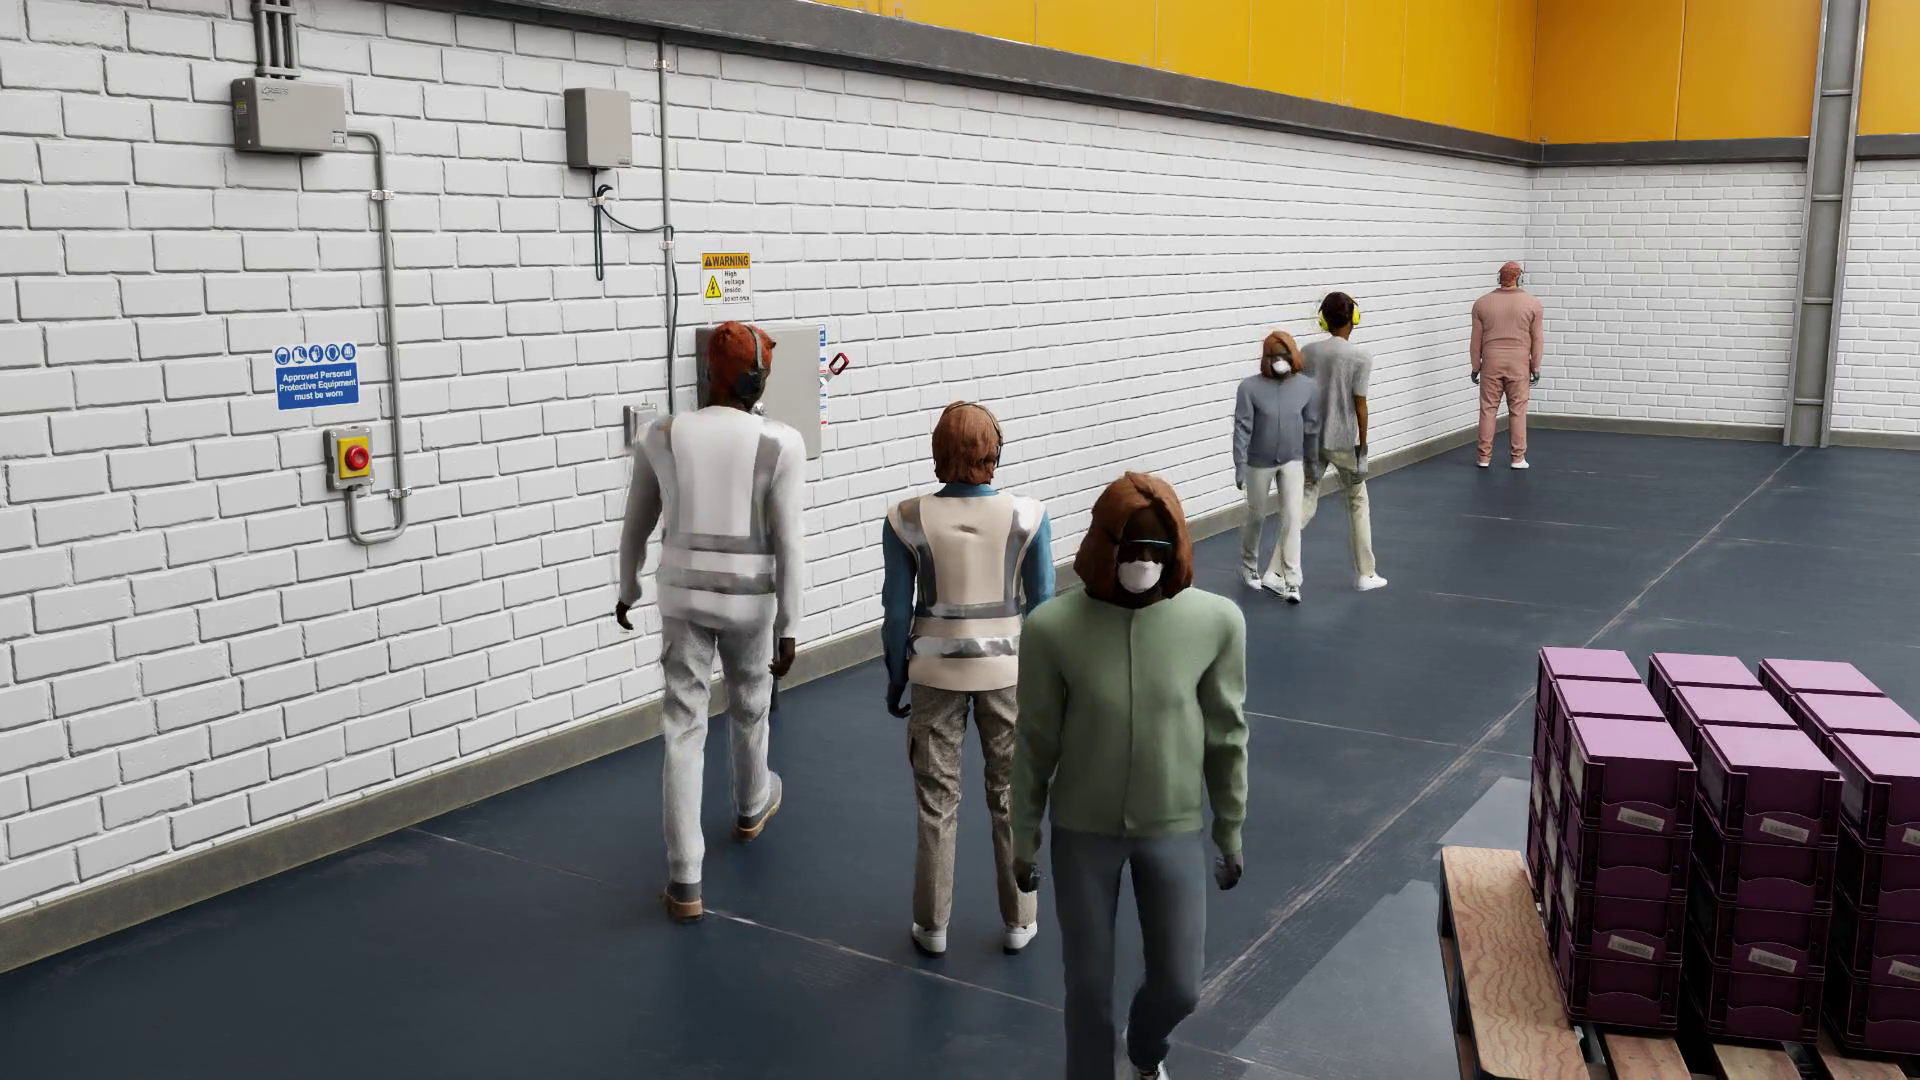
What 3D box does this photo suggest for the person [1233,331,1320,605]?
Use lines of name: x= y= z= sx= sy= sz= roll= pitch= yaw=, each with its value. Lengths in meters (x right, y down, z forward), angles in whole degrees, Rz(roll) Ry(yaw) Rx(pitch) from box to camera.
person: x=1.849 y=-0.432 z=9.741 sx=0.540 sy=1.583 sz=0.879 roll=0 pitch=10 yaw=-1

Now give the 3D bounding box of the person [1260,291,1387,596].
person: x=2.176 y=-0.559 z=9.846 sx=0.539 sy=1.813 sz=0.922 roll=10 pitch=14 yaw=44

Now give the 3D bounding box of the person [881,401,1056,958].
person: x=0.027 y=0.417 z=4.863 sx=0.514 sy=1.642 sz=0.311 roll=0 pitch=10 yaw=-2

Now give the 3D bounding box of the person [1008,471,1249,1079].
person: x=0.364 y=0.644 z=3.642 sx=0.526 sy=1.617 sz=0.390 roll=0 pitch=10 yaw=2

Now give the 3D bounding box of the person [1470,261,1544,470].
person: x=5.020 y=-1.597 z=15.291 sx=0.645 sy=1.908 sz=0.408 roll=4 pitch=11 yaw=23

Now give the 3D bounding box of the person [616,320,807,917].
person: x=-0.817 y=0.208 z=5.446 sx=0.688 sy=1.831 sz=0.977 roll=0 pitch=10 yaw=1
